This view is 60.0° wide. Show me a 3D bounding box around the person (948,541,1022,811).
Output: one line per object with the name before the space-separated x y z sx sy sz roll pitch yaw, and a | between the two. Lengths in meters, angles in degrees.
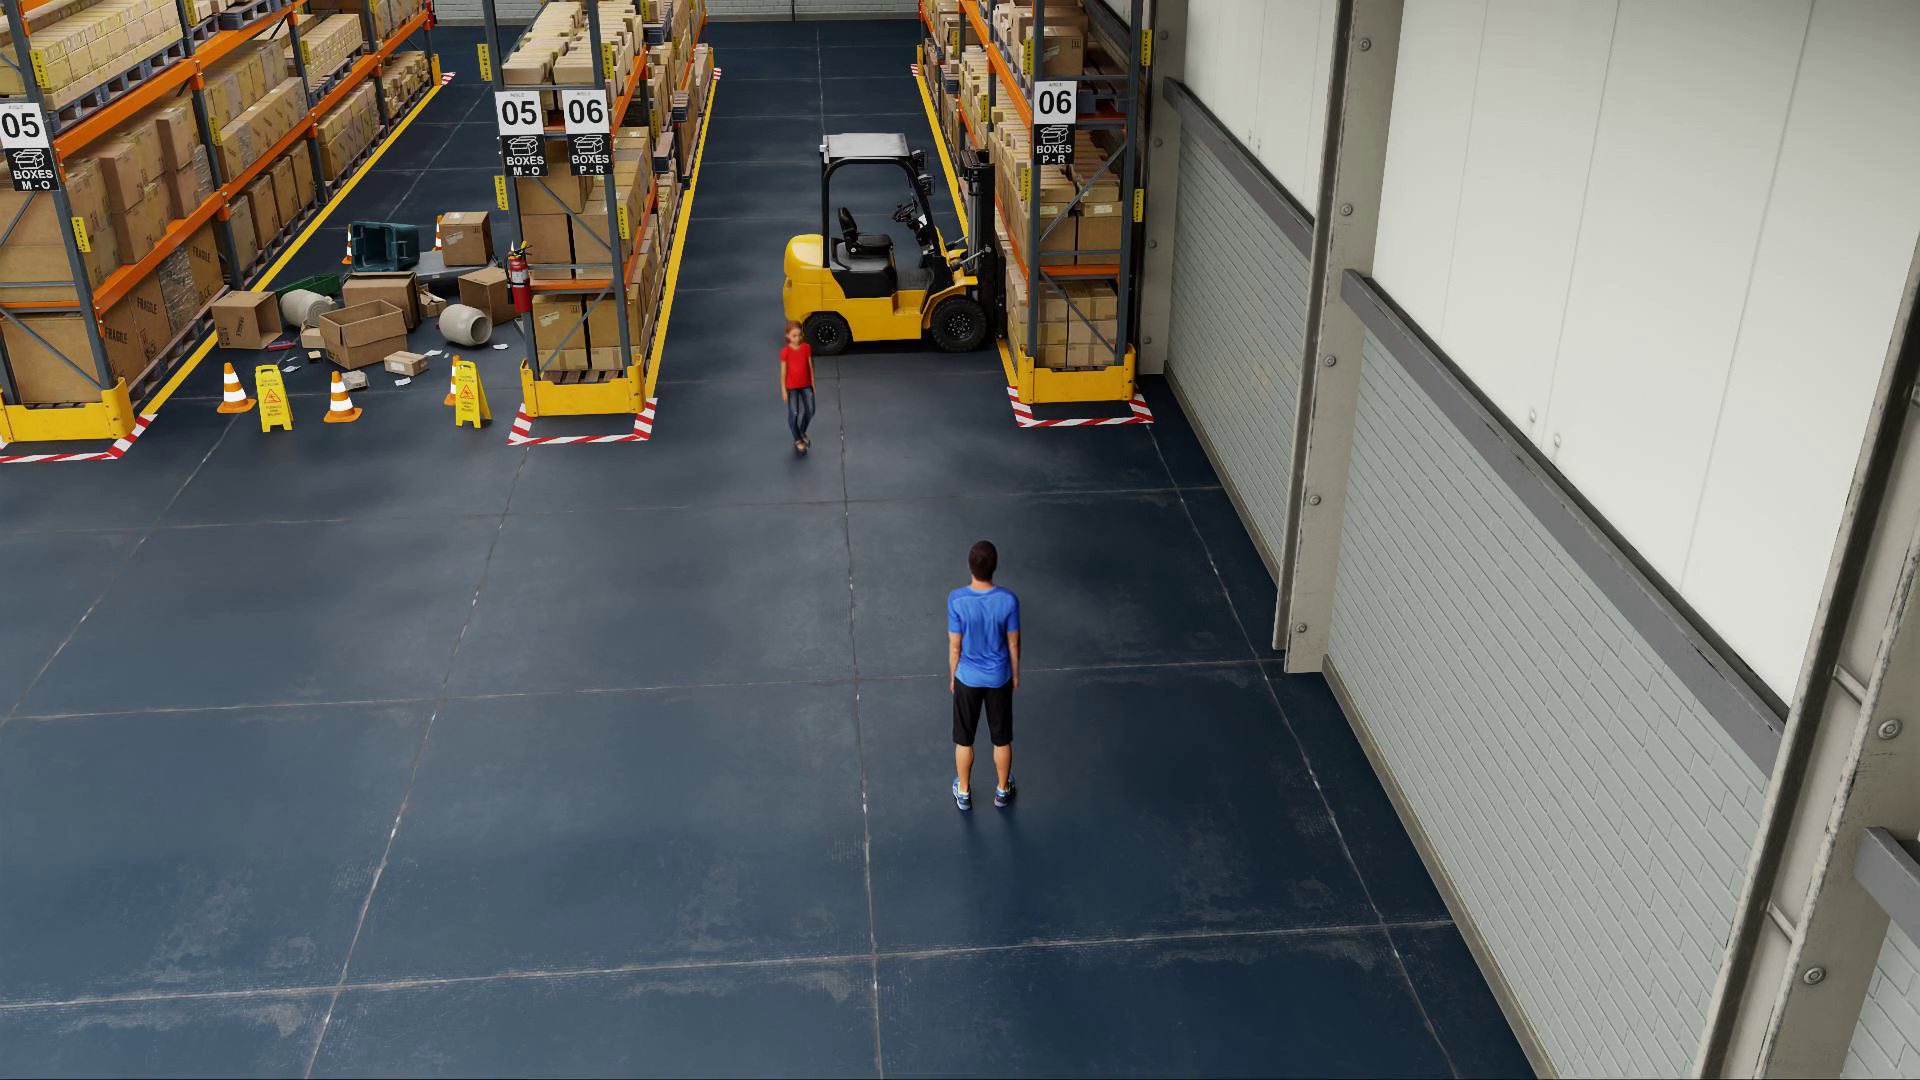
person | 0.146 0.864 10.468 0.609 1.870 0.560 -1 27 -2

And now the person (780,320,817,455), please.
person | -1.543 -1.463 15.610 0.571 1.301 0.591 -12 30 -22
